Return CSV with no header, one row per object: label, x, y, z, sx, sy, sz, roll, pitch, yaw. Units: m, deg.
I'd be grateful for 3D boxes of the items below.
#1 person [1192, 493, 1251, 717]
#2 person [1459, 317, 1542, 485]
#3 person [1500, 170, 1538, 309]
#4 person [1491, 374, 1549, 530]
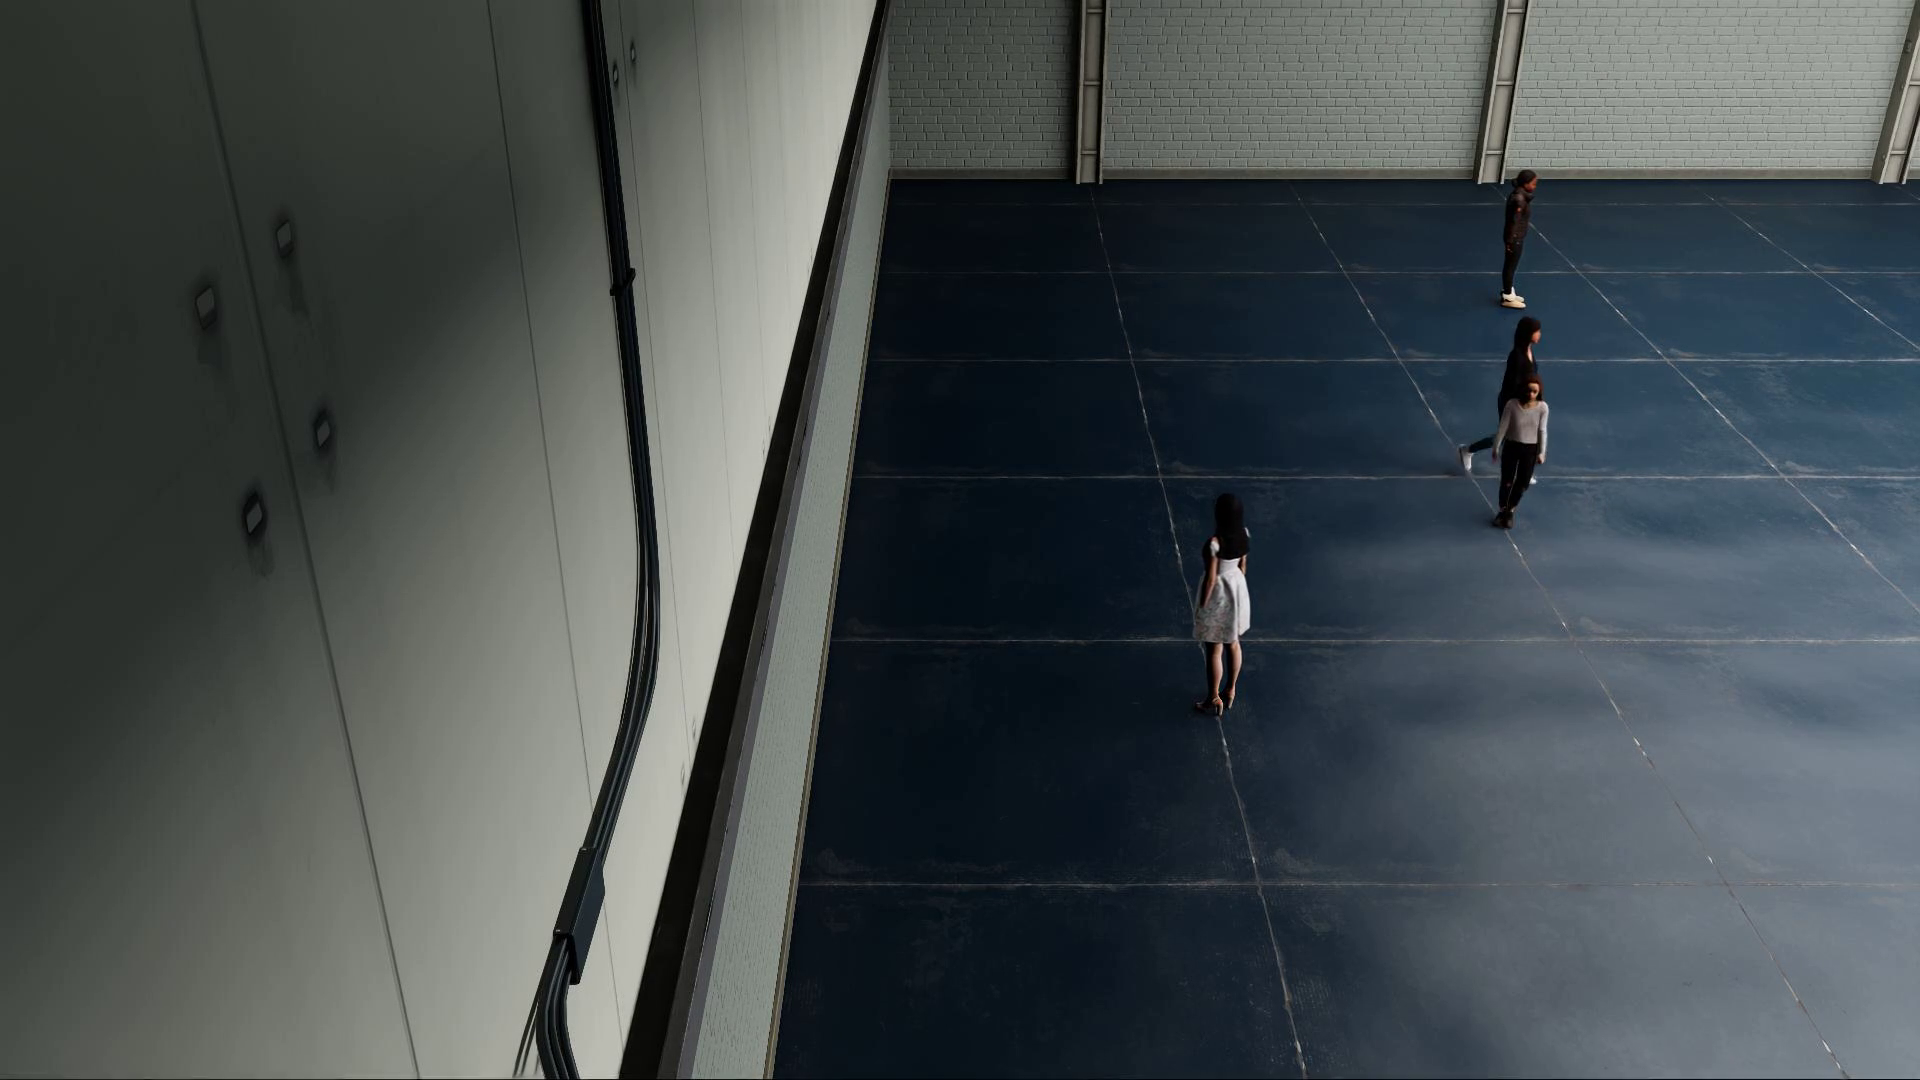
person,1.900,0.464,12.087,0.759,1.774,0.837,-19,33,-31
person,5.109,-1.304,15.561,1.050,1.629,0.898,17,32,28
person,6.598,-3.598,19.833,0.663,1.661,0.600,3,28,5
person,4.987,-0.819,14.814,0.515,1.474,0.707,10,30,18
